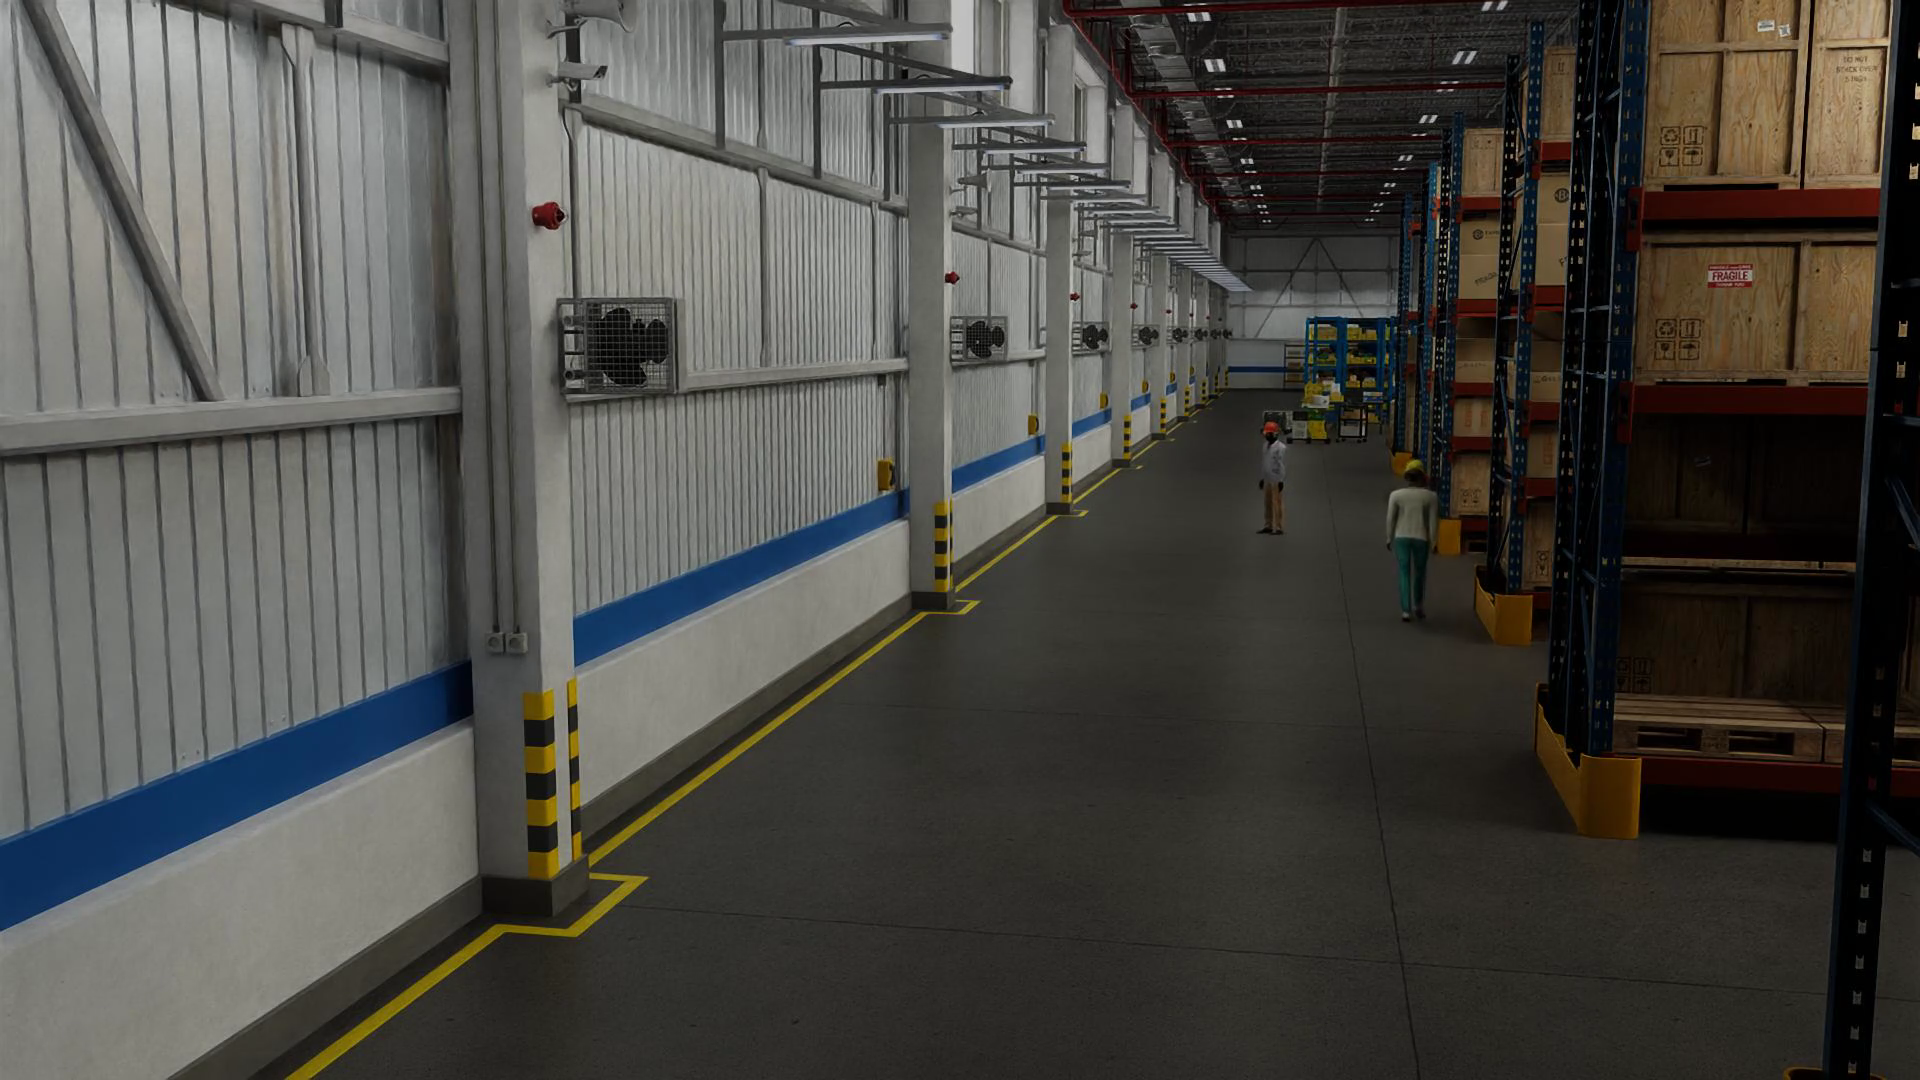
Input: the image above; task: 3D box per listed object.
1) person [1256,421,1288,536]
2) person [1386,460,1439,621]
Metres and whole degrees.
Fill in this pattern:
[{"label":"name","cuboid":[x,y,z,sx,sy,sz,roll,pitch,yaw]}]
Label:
[{"label":"person","cuboid":[4.764,-0.942,25.414,0.341,1.747,0.572,-3,8,-23]},{"label":"person","cuboid":[4.909,-0.012,18.065,0.543,1.711,0.895,2,7,14]}]
